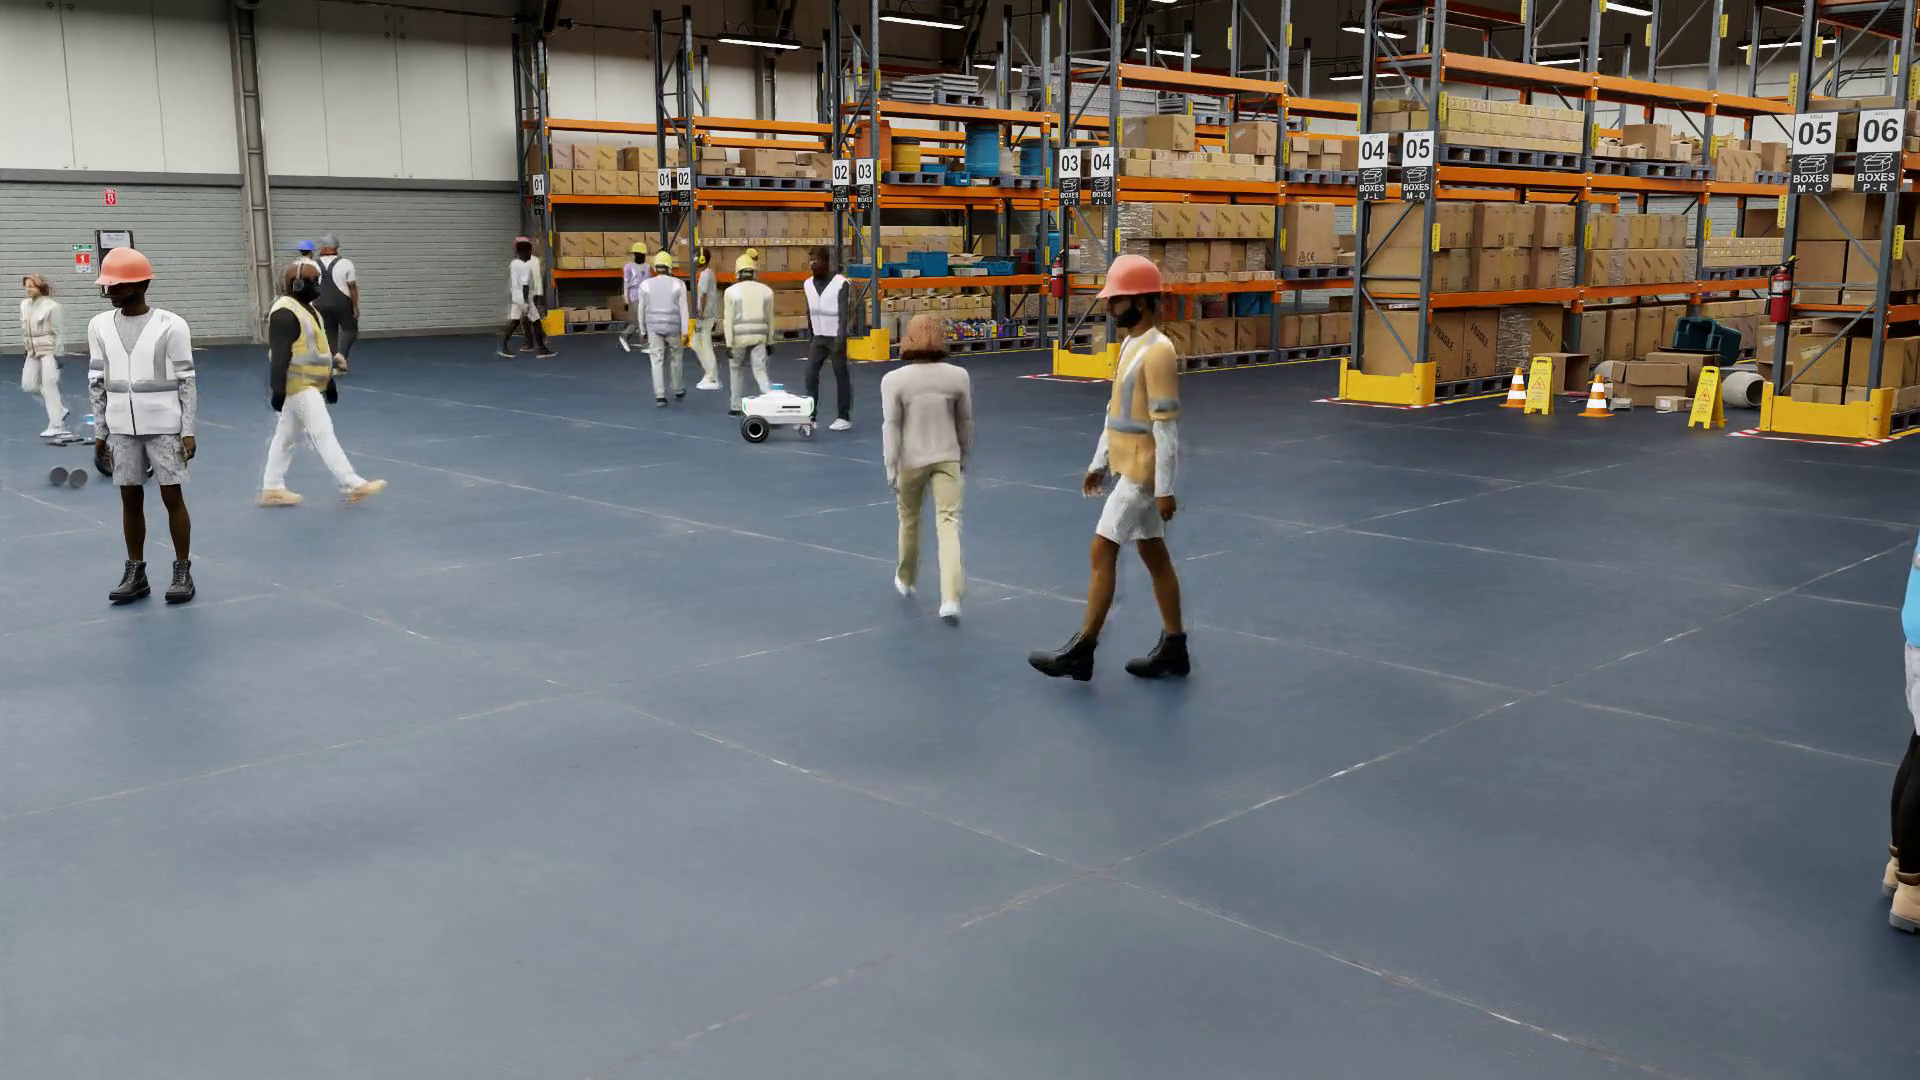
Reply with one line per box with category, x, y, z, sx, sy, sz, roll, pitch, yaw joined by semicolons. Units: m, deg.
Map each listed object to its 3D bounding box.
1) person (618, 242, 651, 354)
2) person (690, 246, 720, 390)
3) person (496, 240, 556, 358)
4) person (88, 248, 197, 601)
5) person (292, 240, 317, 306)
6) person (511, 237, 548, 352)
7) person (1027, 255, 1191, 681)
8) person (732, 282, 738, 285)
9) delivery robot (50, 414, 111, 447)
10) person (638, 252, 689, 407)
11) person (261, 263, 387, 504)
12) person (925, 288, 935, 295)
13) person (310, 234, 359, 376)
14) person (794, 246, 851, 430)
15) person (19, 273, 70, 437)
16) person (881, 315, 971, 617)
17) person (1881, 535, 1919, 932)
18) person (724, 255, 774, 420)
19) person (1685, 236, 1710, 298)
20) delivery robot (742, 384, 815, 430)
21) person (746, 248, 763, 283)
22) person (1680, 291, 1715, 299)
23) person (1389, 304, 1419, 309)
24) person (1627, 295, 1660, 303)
person;-5.554;-4.143;28.436;0.881;1.899;0.599;6;12;31
person;-3.356;-2.888;21.714;0.465;1.851;0.525;-1;10;-8
person;-7.185;-3.941;27.258;0.988;1.923;0.617;-8;13;-38
person;-4.466;-0.618;9.091;0.552;1.931;0.369;-1;10;-3
person;-10.322;-3.823;26.609;0.641;1.912;0.851;4;11;22
person;-7.454;-4.224;28.647;0.659;1.967;0.533;5;12;26
person;0.671;-0.309;7.477;0.855;1.908;0.558;0;10;0
person;-4.313;-4.925;32.878;0.618;1.818;0.420;9;14;40
delivery robot;-7.078;-0.917;13.633;0.335;0.223;0.698;6;12;30
person;-3.498;-2.515;19.799;0.621;1.792;0.873;0;10;1
person;-4.800;-1.148;12.365;0.964;1.787;0.649;-1;10;-7
person;-0.639;-5.877;38.652;0.664;1.609;0.504;-4;11;-20
person;-8.951;-3.351;23.819;0.699;2.000;0.605;0;10;3
person;-1.402;-2.054;17.050;0.607;1.882;0.809;6;12;30
person;-9.163;-1.851;16.643;0.539;1.622;0.394;4;11;23
person;-0.177;-0.404;8.886;0.500;1.583;0.896;-2;11;-11
person;2.897;0.286;4.804;0.317;1.695;0.540;5;12;27
person;-2.268;-2.186;18.017;0.597;1.793;0.845;-6;12;-29
person;14.165;-4.830;31.797;0.561;2.032;0.609;-3;11;-16
delivery robot;-1.792;-1.298;16.422;0.707;0.478;0.477;-1;10;-7
person;-3.734;-4.390;30.122;0.329;1.765;0.526;-6;12;-28
person;13.246;-4.409;29.830;0.603;1.916;0.557;-9;14;-42
person;6.471;-3.346;24.101;0.584;1.882;0.344;9;14;42
person;11.467;-4.070;27.975;0.630;1.915;0.895;9;14;41
